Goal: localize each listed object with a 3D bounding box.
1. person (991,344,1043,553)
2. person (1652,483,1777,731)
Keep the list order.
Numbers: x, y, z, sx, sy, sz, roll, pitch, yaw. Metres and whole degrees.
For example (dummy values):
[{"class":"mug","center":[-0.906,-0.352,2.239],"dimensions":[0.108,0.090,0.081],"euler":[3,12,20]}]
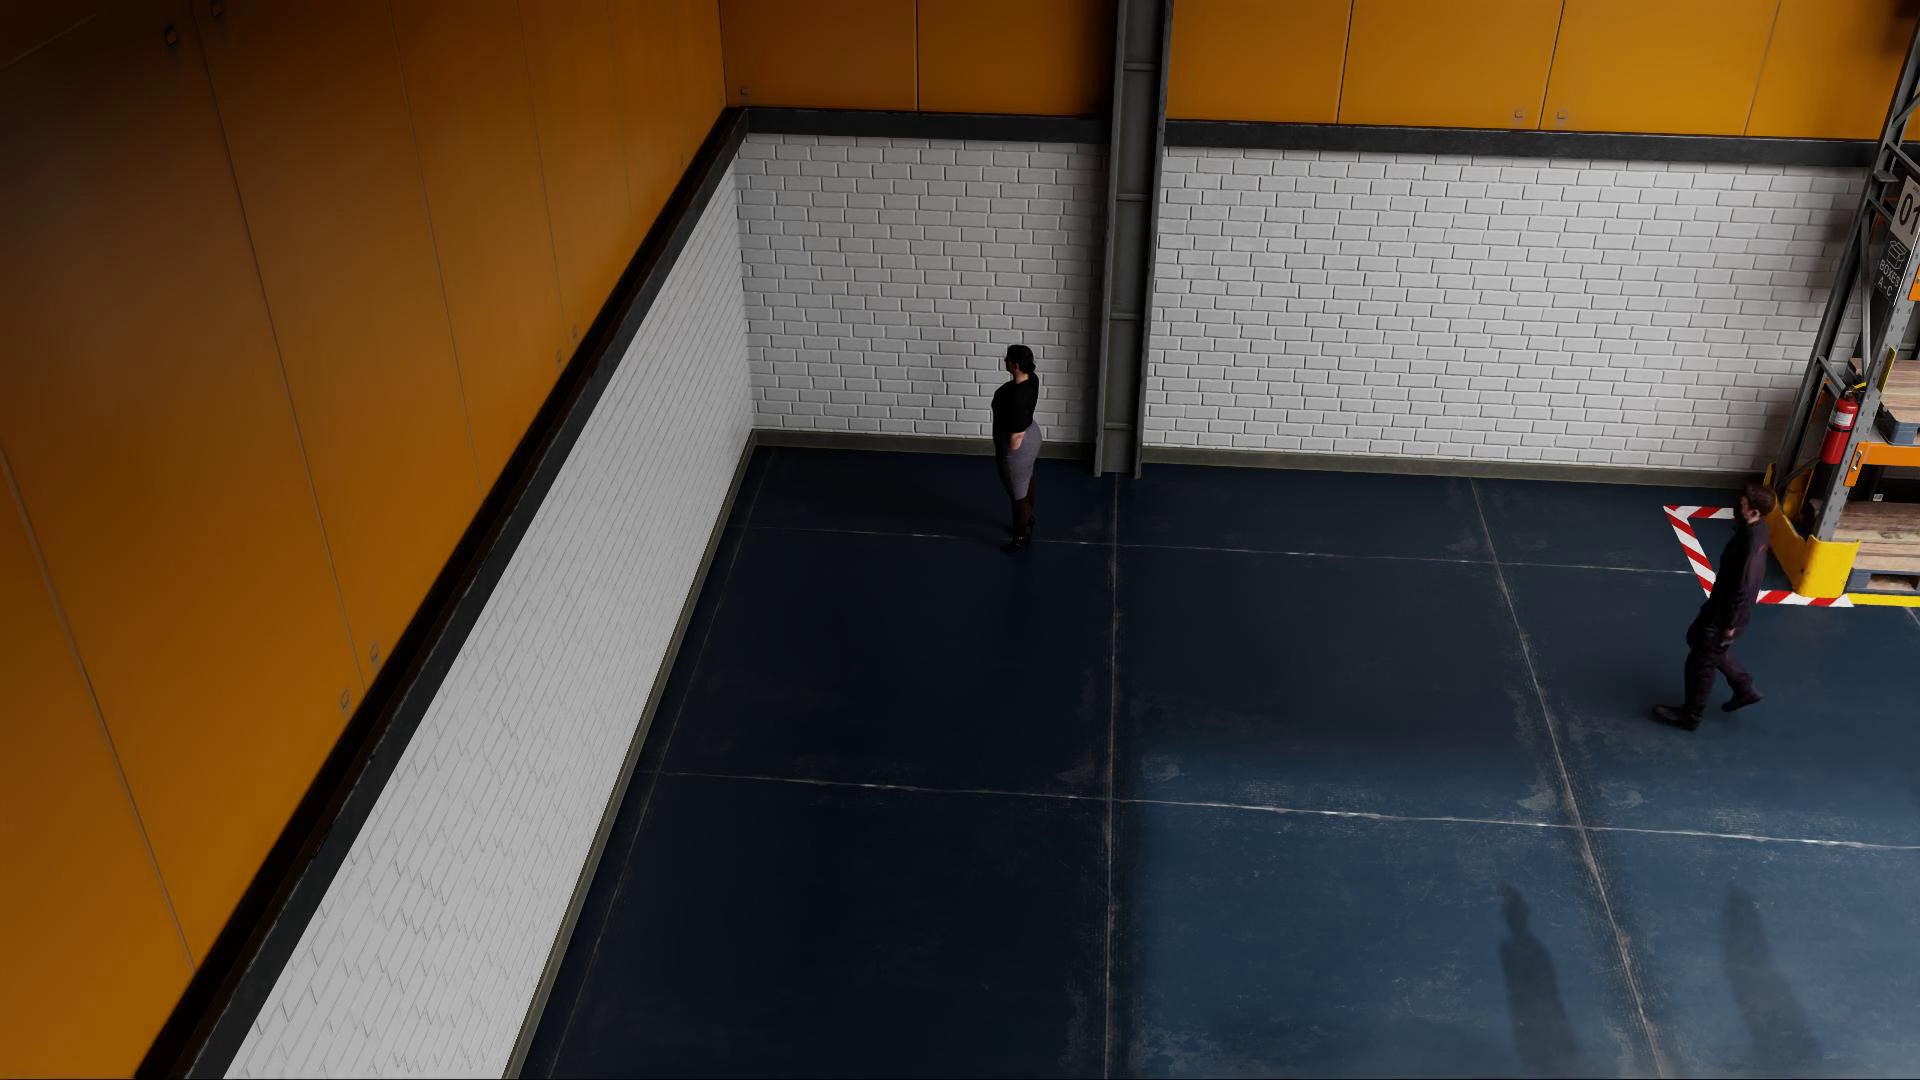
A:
[{"class":"person","center":[0.465,-0.717,12.856],"dimensions":[0.646,1.760,0.696],"euler":[7,34,10]},{"class":"person","center":[5.121,0.473,10.940],"dimensions":[1.000,1.899,0.873],"euler":[16,37,22]}]
